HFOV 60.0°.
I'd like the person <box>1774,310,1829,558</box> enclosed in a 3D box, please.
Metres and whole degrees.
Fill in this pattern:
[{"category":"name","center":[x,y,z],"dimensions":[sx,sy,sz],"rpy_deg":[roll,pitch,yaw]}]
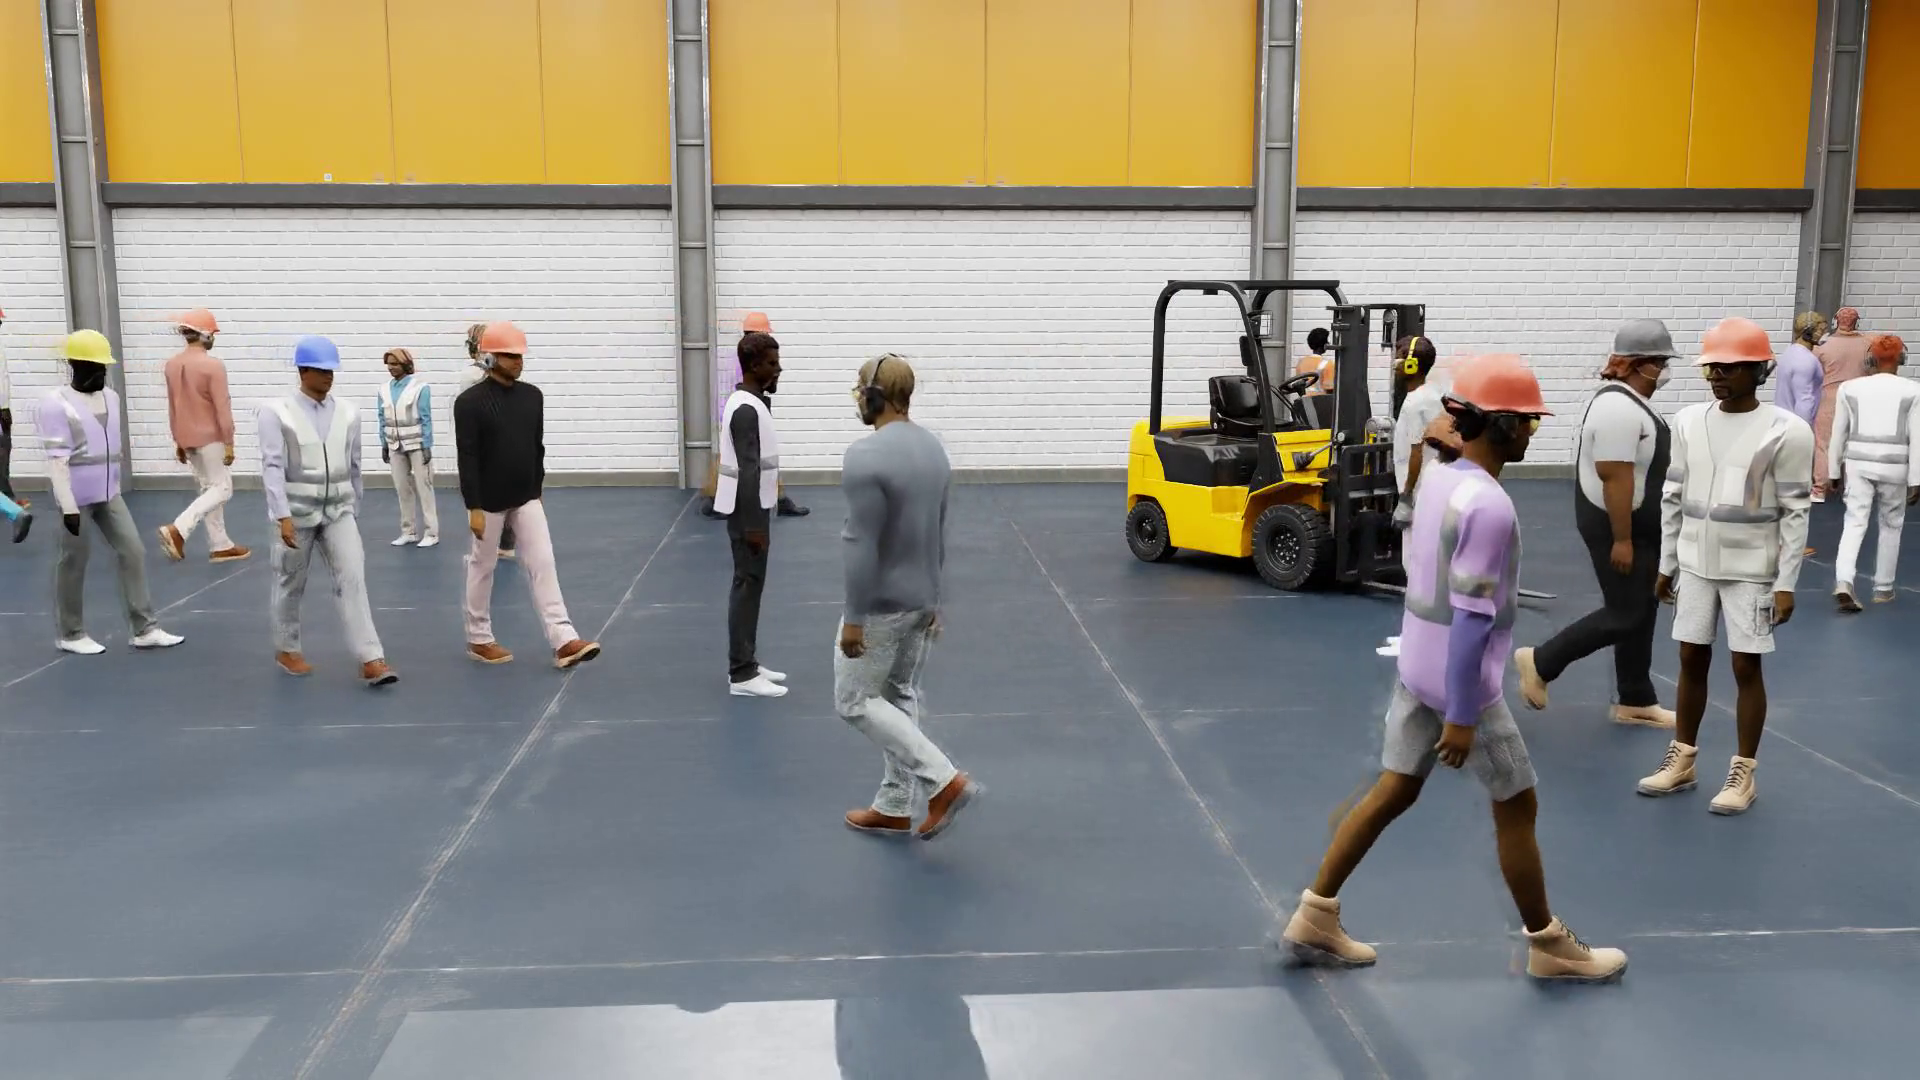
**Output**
[{"category":"person","center":[6.610,-0.839,13.149],"dimensions":[0.369,1.938,0.630],"rpy_deg":[2,9,15]}]

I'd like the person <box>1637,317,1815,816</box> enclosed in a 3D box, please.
[{"category":"person","center":[3.152,0.110,6.860],"dimensions":[0.393,2.044,0.609],"rpy_deg":[-6,11,-34]}]

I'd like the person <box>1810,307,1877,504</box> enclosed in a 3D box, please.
[{"category":"person","center":[8.490,-1.288,16.069],"dimensions":[0.651,1.907,0.409],"rpy_deg":[1,9,7]}]

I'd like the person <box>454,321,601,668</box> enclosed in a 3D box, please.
[{"category":"person","center":[-2.457,-0.227,9.243],"dimensions":[0.991,1.949,0.655],"rpy_deg":[7,11,38]}]

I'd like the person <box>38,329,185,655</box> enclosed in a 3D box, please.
[{"category":"person","center":[-4.925,-0.256,9.594],"dimensions":[0.845,1.891,0.624],"rpy_deg":[2,9,15]}]

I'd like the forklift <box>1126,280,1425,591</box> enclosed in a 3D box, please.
[{"category":"forklift","center":[2.301,-0.860,12.475],"dimensions":[1.214,2.155,2.313],"rpy_deg":[-6,11,-35]}]

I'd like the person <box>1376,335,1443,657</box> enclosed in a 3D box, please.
[{"category":"person","center":[2.628,-0.247,9.649],"dimensions":[0.324,1.871,0.517],"rpy_deg":[5,10,29]}]

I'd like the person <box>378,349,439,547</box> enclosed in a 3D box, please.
[{"category":"person","center":[-4.495,-0.744,13.549],"dimensions":[0.511,1.623,0.334],"rpy_deg":[3,10,19]}]

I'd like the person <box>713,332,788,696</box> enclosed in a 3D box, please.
[{"category":"person","center":[-1.116,-0.138,8.814],"dimensions":[0.373,1.914,0.596],"rpy_deg":[-1,9,-7]}]

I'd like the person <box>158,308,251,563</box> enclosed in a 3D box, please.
[{"category":"person","center":[-5.790,-0.767,12.605],"dimensions":[0.627,1.969,0.760],"rpy_deg":[5,10,27]}]

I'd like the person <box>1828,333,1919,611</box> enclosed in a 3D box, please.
[{"category":"person","center":[6.050,-0.449,11.016],"dimensions":[0.587,1.849,0.952],"rpy_deg":[8,12,40]}]

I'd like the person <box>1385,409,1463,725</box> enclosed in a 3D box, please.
[{"category":"person","center":[2.300,0.156,7.911],"dimensions":[0.541,1.611,0.518],"rpy_deg":[4,10,25]}]

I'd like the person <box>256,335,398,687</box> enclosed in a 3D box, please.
[{"category":"person","center":[-3.454,-0.149,8.965],"dimensions":[0.604,1.895,0.985],"rpy_deg":[-9,13,-44]}]

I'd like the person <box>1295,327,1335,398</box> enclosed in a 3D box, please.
[{"category":"person","center":[3.596,-1.302,16.839],"dimensions":[0.319,1.695,0.533],"rpy_deg":[-5,10,-30]}]

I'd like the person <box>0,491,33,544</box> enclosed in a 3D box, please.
[{"category":"person","center":[-7.811,-0.787,13.186],"dimensions":[0.595,1.825,0.575],"rpy_deg":[0,9,2]}]

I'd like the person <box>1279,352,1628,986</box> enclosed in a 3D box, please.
[{"category":"person","center":[1.522,0.412,5.167],"dimensions":[1.075,1.991,0.627],"rpy_deg":[0,9,-3]}]

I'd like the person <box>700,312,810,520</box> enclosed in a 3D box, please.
[{"category":"person","center":[-1.905,-1.115,15.057],"dimensions":[0.999,1.892,0.565],"rpy_deg":[-2,9,-12]}]

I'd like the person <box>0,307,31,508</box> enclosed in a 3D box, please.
[{"category":"person","center":[-9.175,-1.285,15.772],"dimensions":[0.620,1.993,0.397],"rpy_deg":[6,11,31]}]

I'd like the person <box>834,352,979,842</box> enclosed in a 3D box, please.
[{"category":"person","center":[-0.212,0.247,6.370],"dimensions":[0.554,1.922,0.644],"rpy_deg":[5,10,27]}]

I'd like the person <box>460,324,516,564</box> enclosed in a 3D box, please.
[{"category":"person","center":[-3.635,-0.731,12.763],"dimensions":[0.342,1.846,0.508],"rpy_deg":[4,10,25]}]

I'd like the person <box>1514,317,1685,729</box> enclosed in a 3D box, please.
[{"category":"person","center":[3.178,-0.083,8.081],"dimensions":[0.721,2.000,0.695],"rpy_deg":[5,10,28]}]
